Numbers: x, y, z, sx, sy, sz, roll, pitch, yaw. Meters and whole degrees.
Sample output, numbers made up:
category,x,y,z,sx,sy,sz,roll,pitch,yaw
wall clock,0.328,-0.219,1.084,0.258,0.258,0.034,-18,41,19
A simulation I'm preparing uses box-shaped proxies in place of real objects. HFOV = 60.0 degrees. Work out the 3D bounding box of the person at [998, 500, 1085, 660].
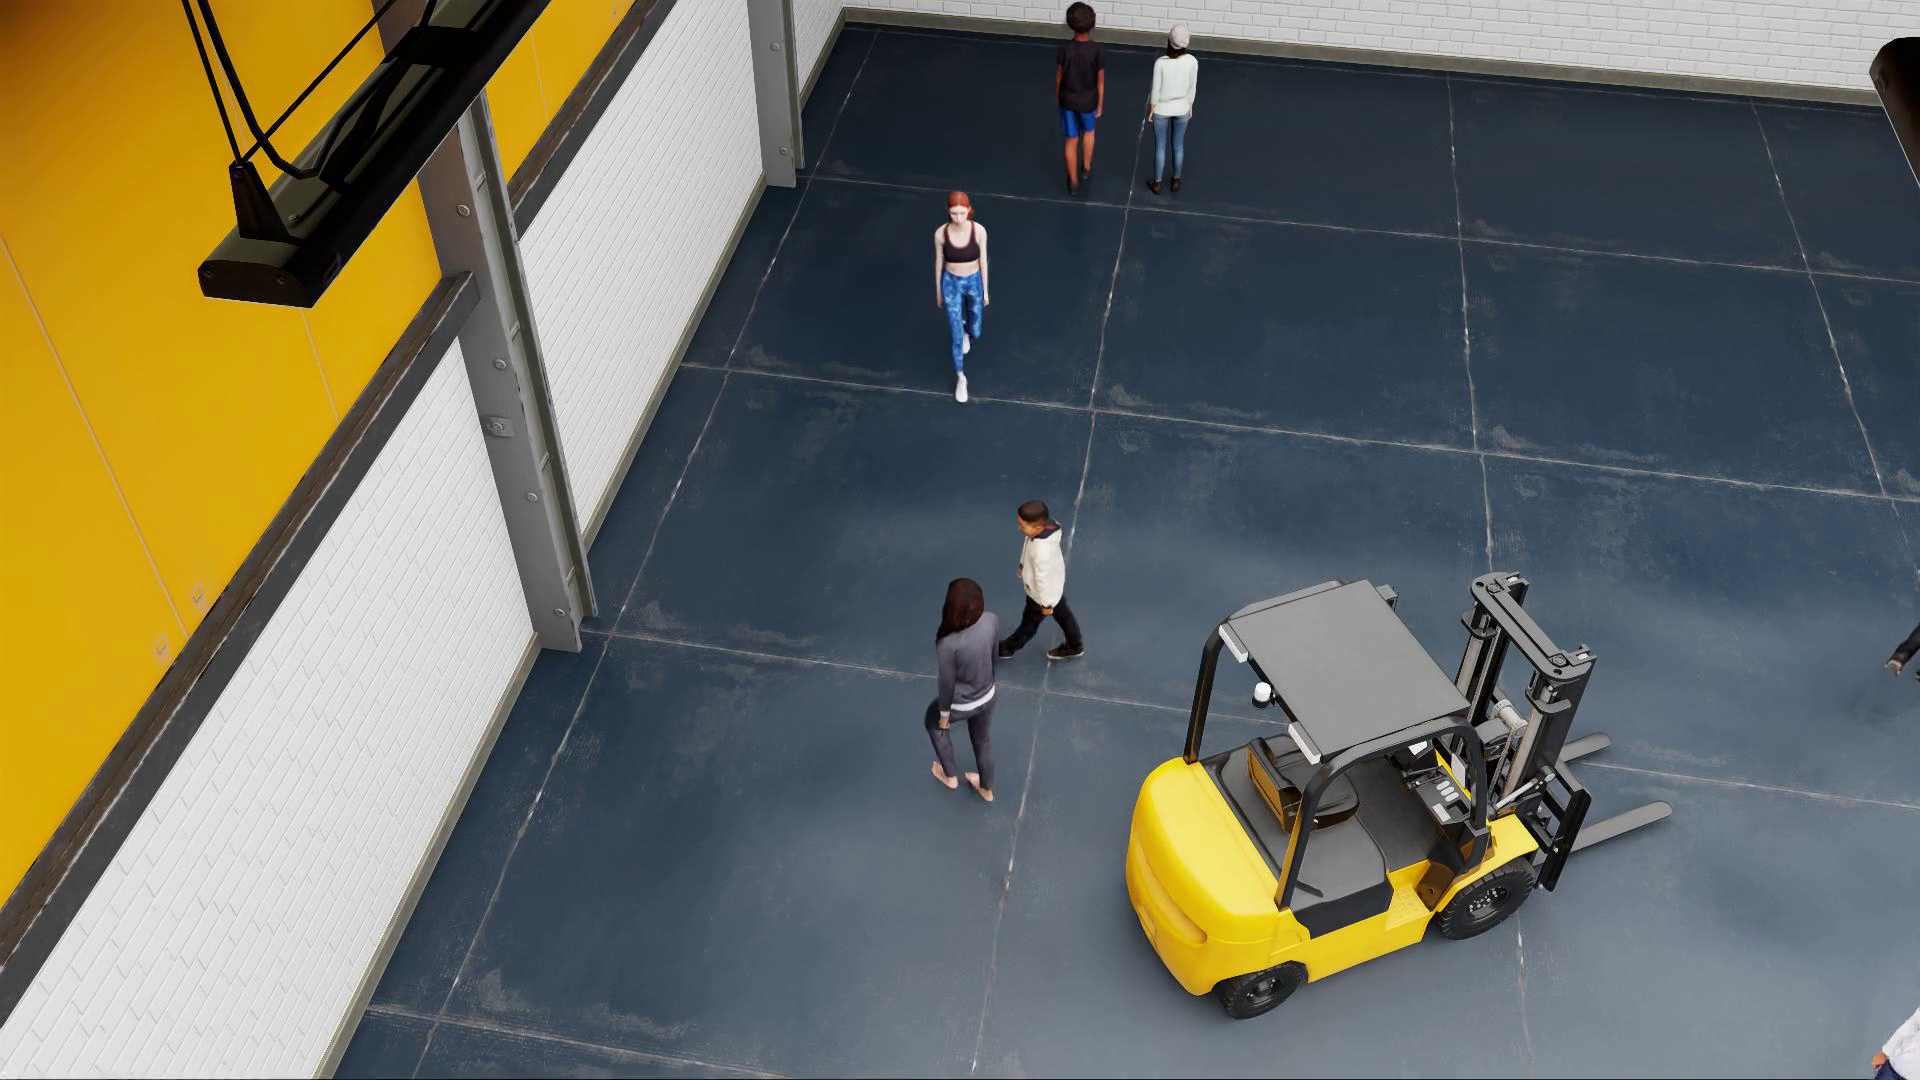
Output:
category,x,y,z,sx,sy,sz,roll,pitch,yaw
person,0.625,0.287,10.803,0.738,1.413,0.903,-1,44,-1

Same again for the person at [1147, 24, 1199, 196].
category,x,y,z,sx,sy,sz,roll,pitch,yaw
person,1.914,-3.900,15.030,0.629,1.645,0.607,-7,44,-7

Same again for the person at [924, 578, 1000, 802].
category,x,y,z,sx,sy,sz,roll,pitch,yaw
person,0.093,0.968,9.843,0.798,1.752,0.862,-28,50,-26

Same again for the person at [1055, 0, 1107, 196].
category,x,y,z,sx,sy,sz,roll,pitch,yaw
person,1.056,-3.906,14.942,0.629,1.774,0.769,3,44,3

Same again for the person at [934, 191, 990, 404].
category,x,y,z,sx,sy,sz,roll,pitch,yaw
person,0.015,-1.950,12.893,0.722,1.769,0.997,-3,44,-3
